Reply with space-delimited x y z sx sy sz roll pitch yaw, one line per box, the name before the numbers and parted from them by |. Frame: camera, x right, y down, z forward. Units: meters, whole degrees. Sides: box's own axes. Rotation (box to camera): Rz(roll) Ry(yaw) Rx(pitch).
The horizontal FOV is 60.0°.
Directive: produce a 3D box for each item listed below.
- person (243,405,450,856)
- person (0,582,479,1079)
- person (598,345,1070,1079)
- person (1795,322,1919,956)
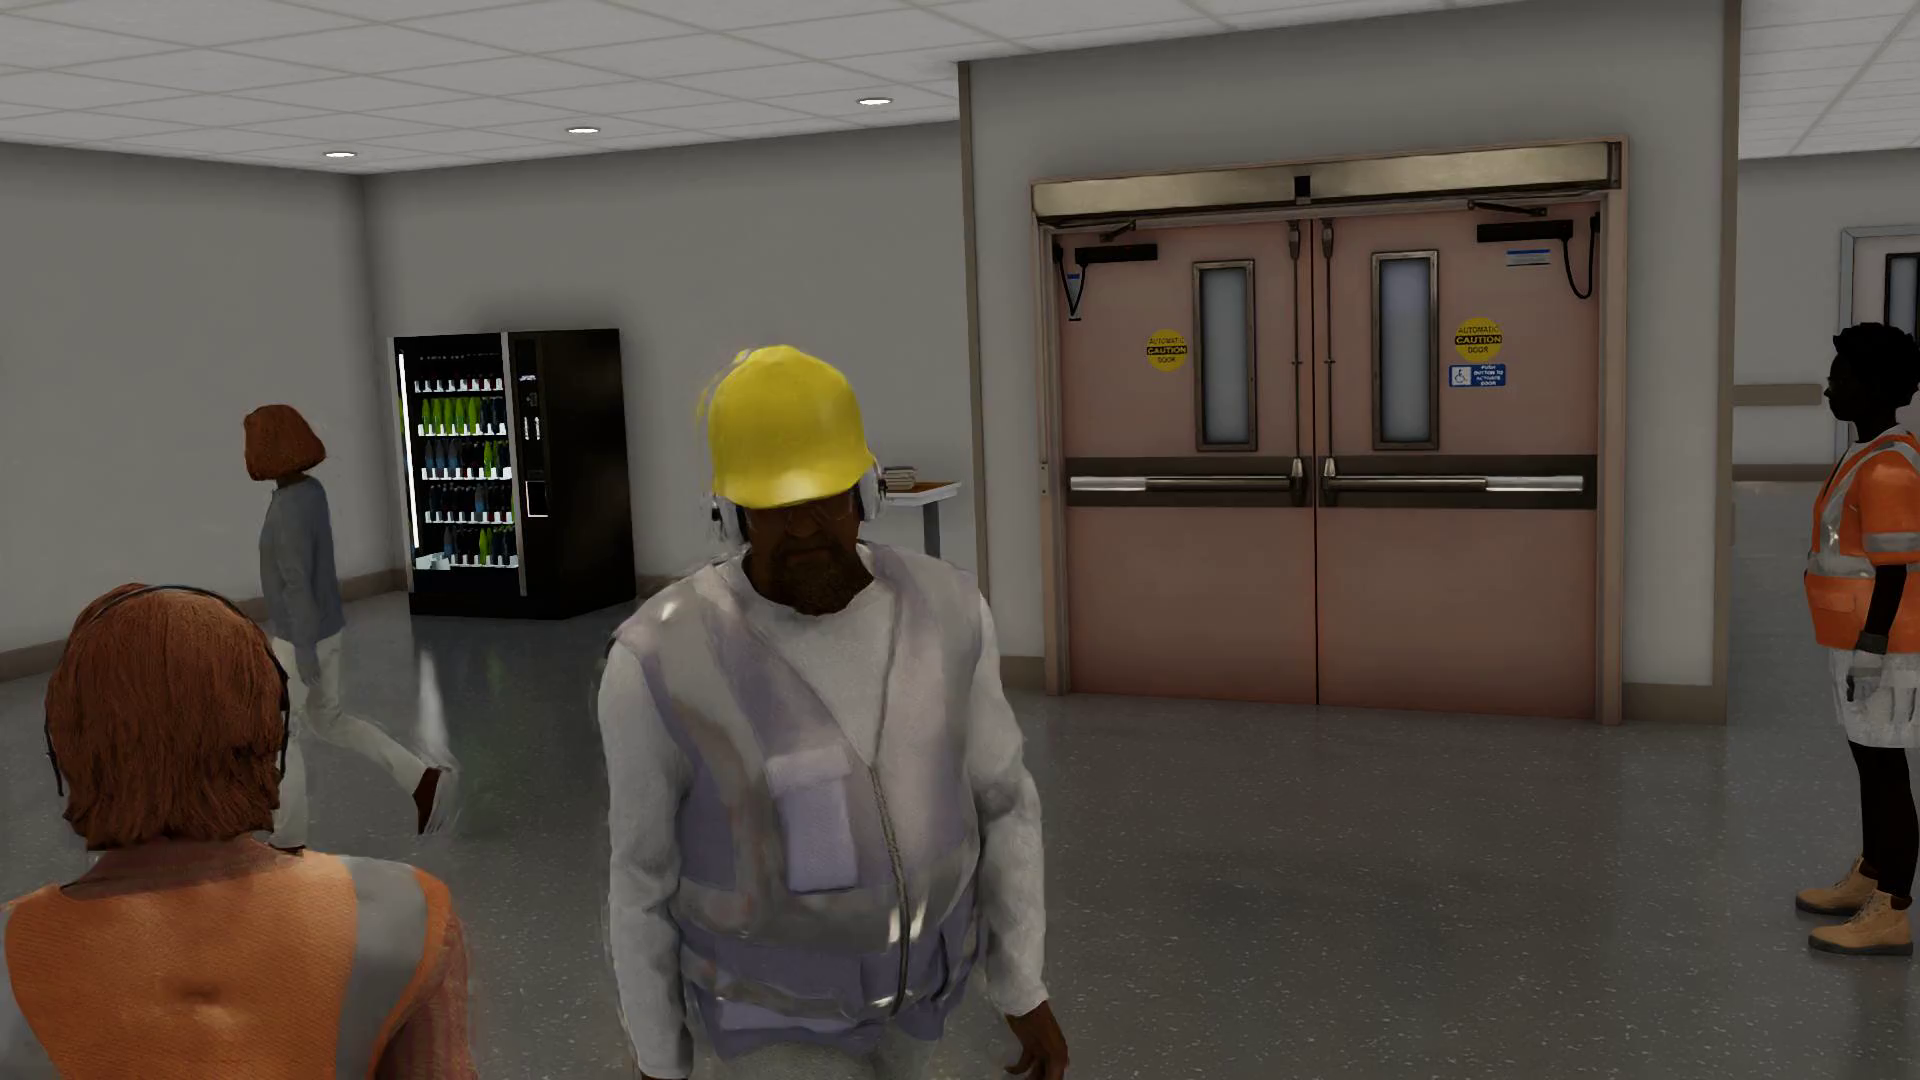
person | -2.206 0.328 5.768 0.660 1.611 0.504 -3 7 -8
person | -0.675 0.831 1.527 0.507 1.585 0.895 -8 9 -35
person | -0.169 0.618 2.325 0.575 1.772 0.950 -7 9 -33
person | 2.457 0.265 4.497 0.319 1.696 0.532 1 8 23
